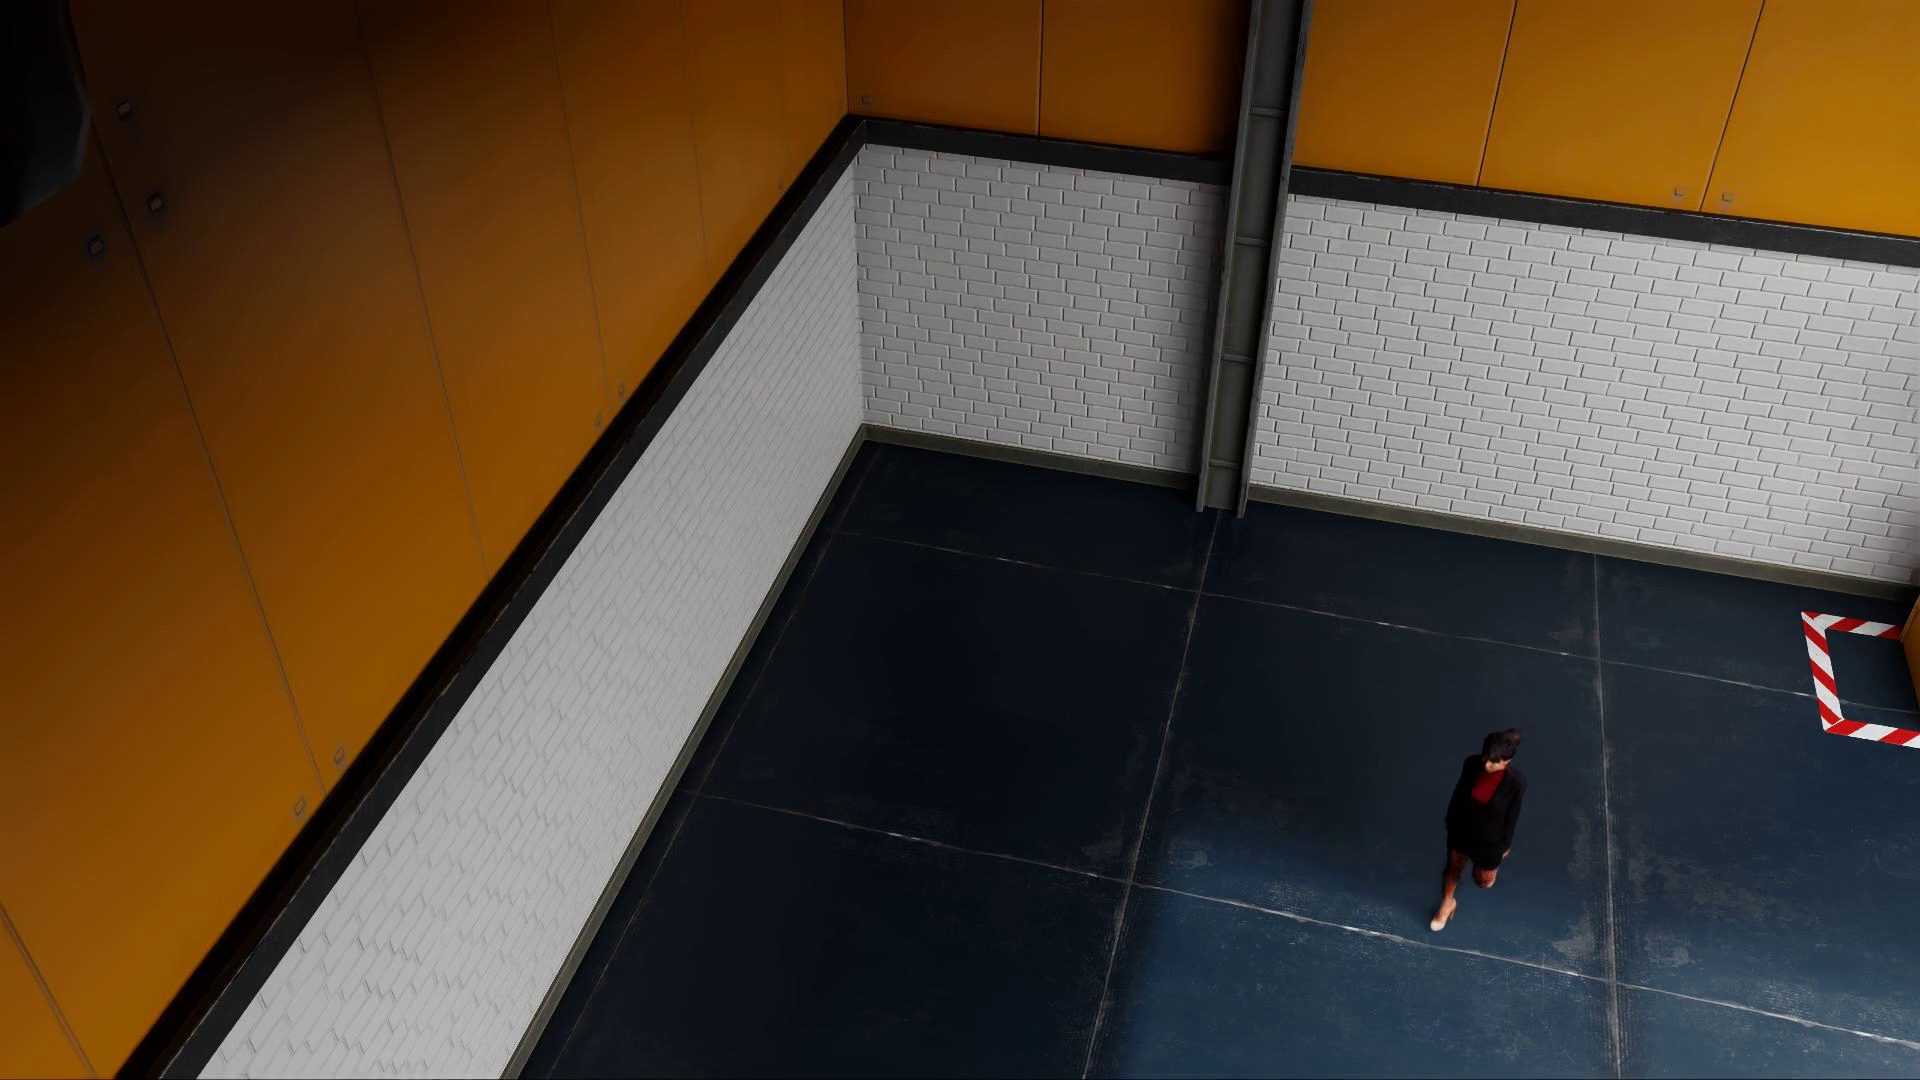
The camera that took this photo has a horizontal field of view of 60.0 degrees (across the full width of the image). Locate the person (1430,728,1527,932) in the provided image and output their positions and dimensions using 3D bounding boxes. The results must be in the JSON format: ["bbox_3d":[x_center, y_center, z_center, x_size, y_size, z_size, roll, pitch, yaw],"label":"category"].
[{"bbox_3d":[3.156,1.748,10.044,0.805,1.625,0.807,28,46,30],"label":"person"}]
